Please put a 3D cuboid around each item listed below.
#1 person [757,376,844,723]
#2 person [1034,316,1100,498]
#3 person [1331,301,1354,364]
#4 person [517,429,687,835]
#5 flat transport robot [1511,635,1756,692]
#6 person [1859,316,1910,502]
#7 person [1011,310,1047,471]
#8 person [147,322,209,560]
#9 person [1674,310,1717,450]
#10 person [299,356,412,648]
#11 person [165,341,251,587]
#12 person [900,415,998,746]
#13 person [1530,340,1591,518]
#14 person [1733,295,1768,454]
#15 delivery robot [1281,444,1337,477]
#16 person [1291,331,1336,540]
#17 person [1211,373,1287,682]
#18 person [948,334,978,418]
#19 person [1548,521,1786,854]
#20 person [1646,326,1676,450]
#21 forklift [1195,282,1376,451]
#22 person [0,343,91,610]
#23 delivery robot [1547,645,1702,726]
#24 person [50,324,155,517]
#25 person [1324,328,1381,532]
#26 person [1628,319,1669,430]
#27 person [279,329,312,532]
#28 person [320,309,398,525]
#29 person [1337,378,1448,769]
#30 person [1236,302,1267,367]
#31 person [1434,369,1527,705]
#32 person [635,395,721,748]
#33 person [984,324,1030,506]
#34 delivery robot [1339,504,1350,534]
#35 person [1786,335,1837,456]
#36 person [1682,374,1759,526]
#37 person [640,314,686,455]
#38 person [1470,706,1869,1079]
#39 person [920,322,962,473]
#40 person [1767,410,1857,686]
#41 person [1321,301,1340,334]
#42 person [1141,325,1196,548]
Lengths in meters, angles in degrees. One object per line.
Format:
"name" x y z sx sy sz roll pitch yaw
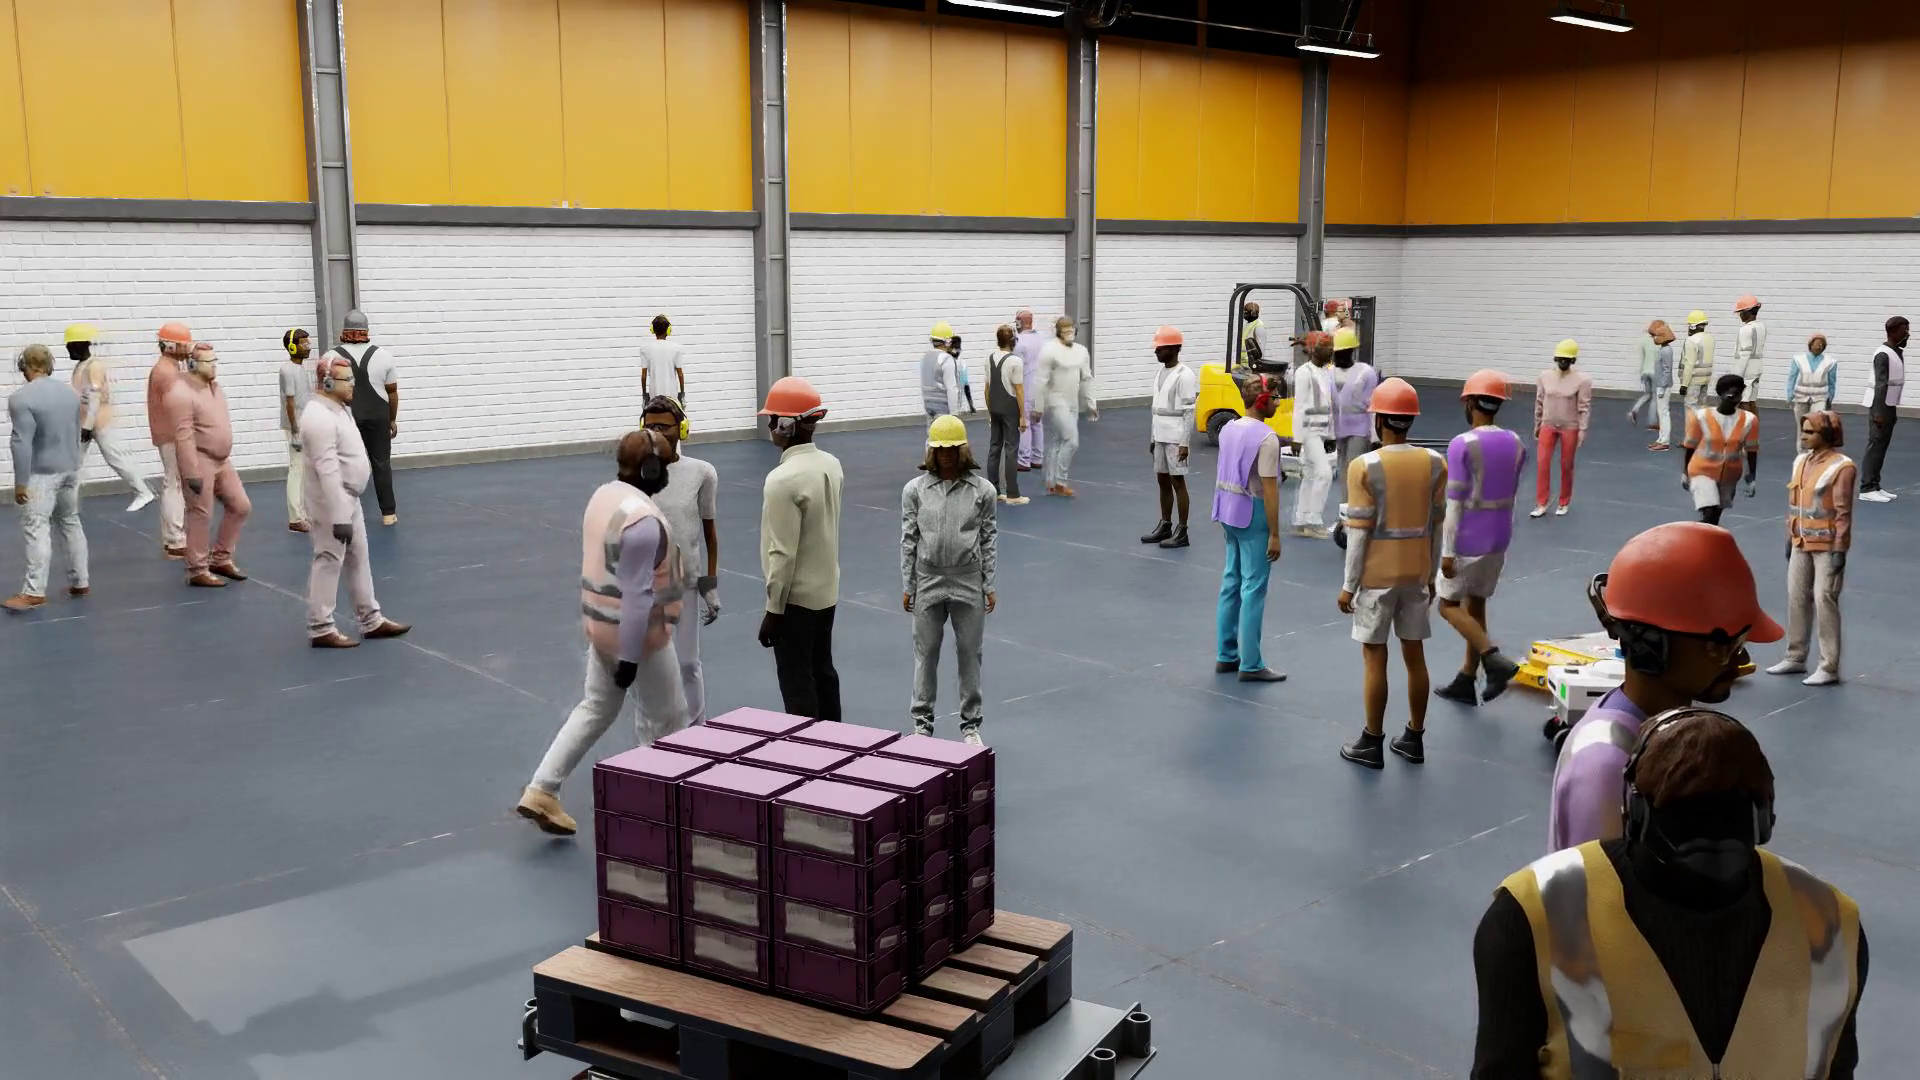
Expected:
"person" -0.734 0.254 7.589 0.376 1.995 0.612 3 10 18
"person" 1.135 -1.375 17.364 0.563 1.912 0.603 7 12 36
"person" 5.391 -2.394 23.361 0.400 1.905 0.643 -4 10 -21
"person" -1.508 0.415 7.239 0.798 1.815 0.631 -6 12 -33
"flat transport robot" 3.988 0.717 9.915 1.431 0.197 0.652 -5 11 -27
"person" 9.595 -1.363 17.276 0.379 1.917 0.591 8 13 40
"person" 0.760 -1.765 19.672 0.401 1.904 0.648 7 12 35
"person" -6.577 -0.834 13.975 0.408 1.987 0.638 -6 11 -32
"person" 9.589 -2.080 21.723 0.596 1.831 0.403 -7 12 -36
"person" -3.964 -0.240 10.790 0.543 1.902 0.701 -1 10 -9
"person" -5.719 -0.568 12.714 0.524 1.886 0.671 1 10 5
"person" -0.055 0.236 8.427 0.493 1.742 0.295 0 10 0
"person" 5.793 -1.067 16.073 0.537 1.722 0.787 6 12 33
"person" 10.091 -2.121 21.384 0.391 2.034 0.605 9 14 44
"delivery robot" 3.890 -0.951 18.559 0.707 0.478 0.477 -7 12 -40
"person" 3.247 -0.926 14.859 0.589 1.865 0.615 6 12 33
"person" 1.719 -0.075 9.955 0.374 1.840 0.571 -4 10 -22
"person" -0.035 -1.467 18.608 0.751 1.658 0.530 6 12 33
"person" 1.333 0.970 3.259 0.392 2.040 0.615 5 11 29
"person" 9.174 -1.983 21.742 0.284 1.631 0.502 3 10 20
"forklift" 4.328 -2.346 22.227 2.313 2.155 1.214 3 10 16
"person" -6.660 -0.457 12.045 0.371 1.906 0.866 2 10 9
"delivery robot" 3.371 0.777 8.463 0.707 0.478 0.477 1 10 8
"person" -8.488 -1.180 16.336 0.590 1.883 0.988 8 13 41
"person" 3.492 -0.970 15.119 0.782 1.880 0.614 -6 11 -31
"person" 10.050 -2.400 24.207 0.442 1.624 0.499 -4 10 -20
"person" -6.083 -1.010 15.348 0.334 1.873 0.521 -2 10 -9
"person" -5.641 -1.147 15.653 0.682 2.000 0.537 -4 10 -22
"person" 2.128 0.168 8.254 0.542 1.939 0.366 -3 10 -17
"person" 4.362 -2.647 25.020 0.429 1.841 0.633 -2 10 -13
"person" 2.941 0.013 9.275 0.551 1.909 0.588 -5 11 -29
"person" -1.424 0.226 8.115 0.521 1.872 0.327 0 10 1
"person" 0.471 -1.268 16.943 0.506 1.844 0.345 9 13 42
"delivery robot" 3.596 -0.189 14.114 0.707 0.478 0.477 0 10 0
"person" 10.366 -1.710 20.264 0.515 1.591 0.882 6 11 30
"person" 6.005 -0.523 13.220 0.536 1.633 0.921 1 10 5
"person" -3.383 -1.632 18.997 0.509 1.872 0.328 -1 10 -4
"person" 1.138 1.164 2.710 0.627 1.843 0.429 0 10 3
"person" -0.185 -1.415 17.821 0.404 1.837 0.594 -6 12 -33
"person" 5.087 0.046 9.878 0.319 1.631 0.520 -2 10 -9
"person" 5.914 -2.891 26.520 0.590 1.825 1.031 -4 10 -21
"person" 1.809 -0.895 14.486 0.373 1.934 0.551 -5 11 -25
